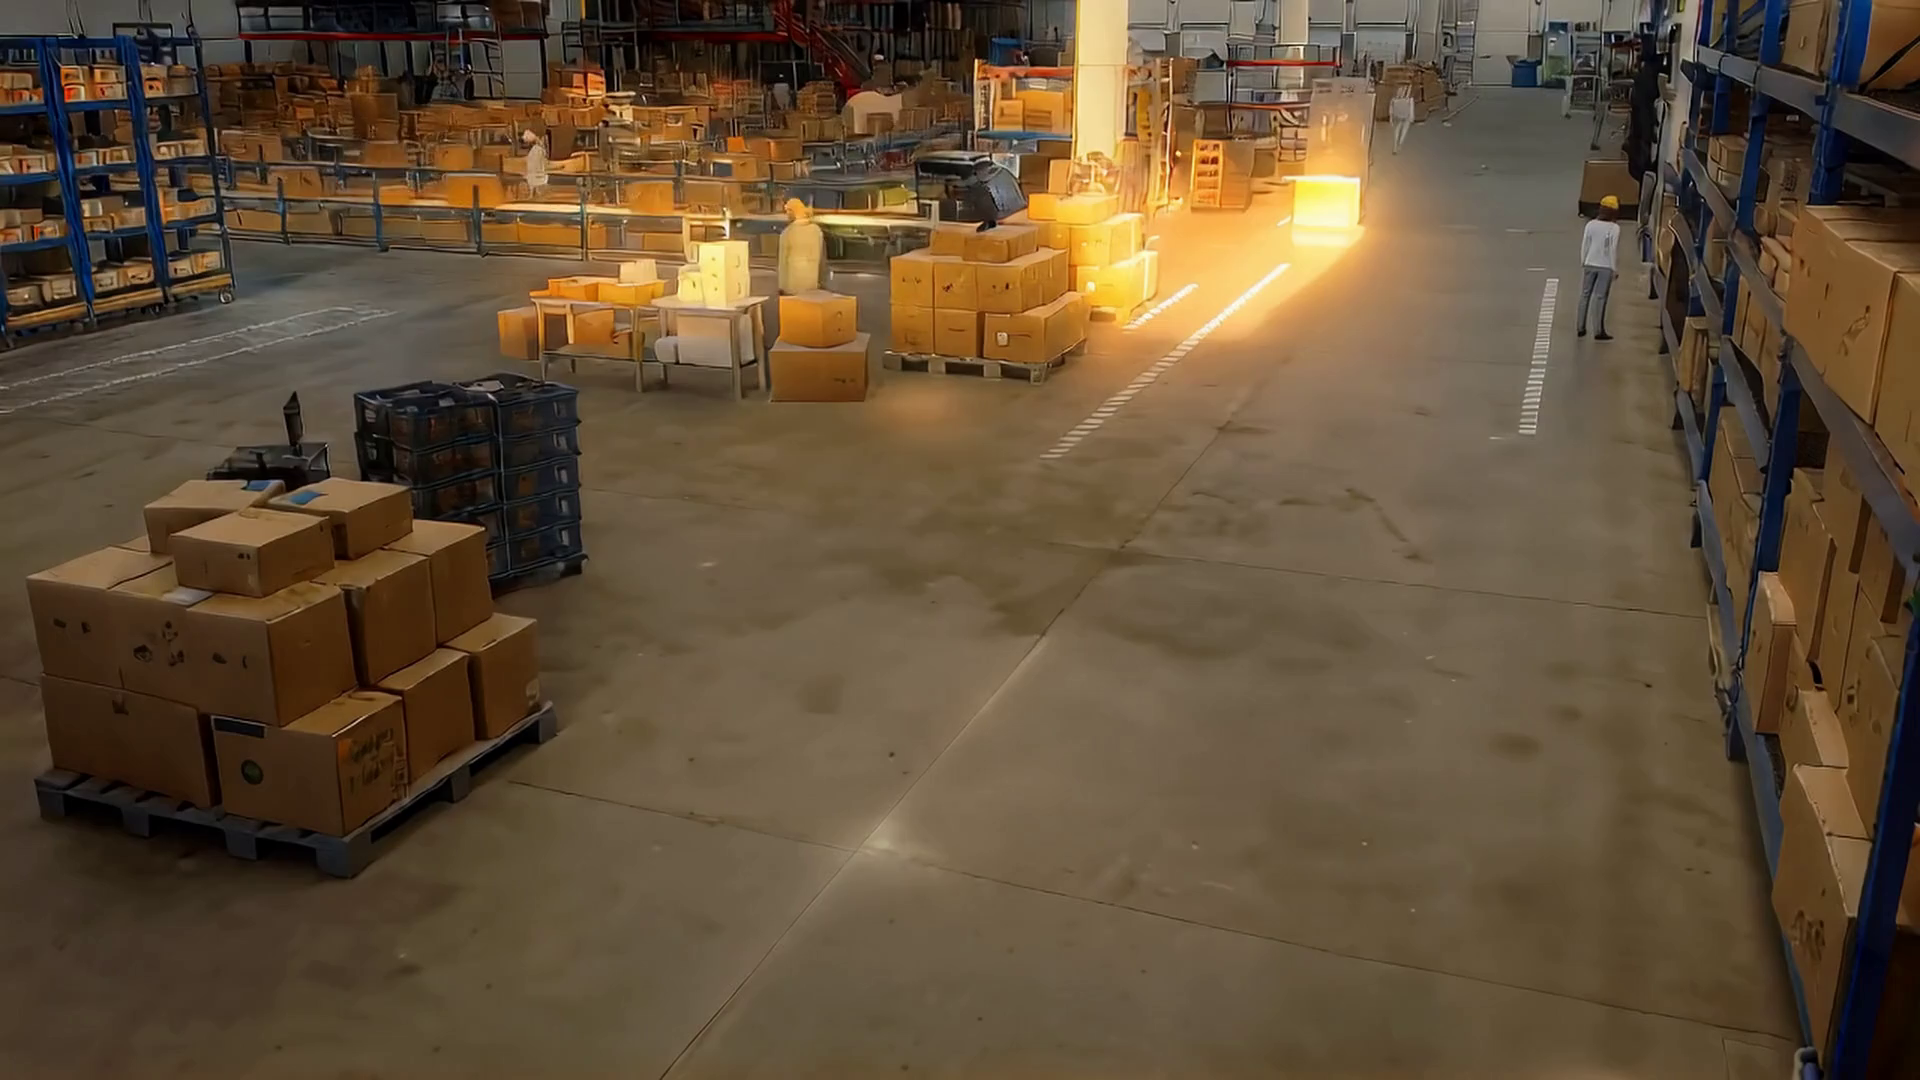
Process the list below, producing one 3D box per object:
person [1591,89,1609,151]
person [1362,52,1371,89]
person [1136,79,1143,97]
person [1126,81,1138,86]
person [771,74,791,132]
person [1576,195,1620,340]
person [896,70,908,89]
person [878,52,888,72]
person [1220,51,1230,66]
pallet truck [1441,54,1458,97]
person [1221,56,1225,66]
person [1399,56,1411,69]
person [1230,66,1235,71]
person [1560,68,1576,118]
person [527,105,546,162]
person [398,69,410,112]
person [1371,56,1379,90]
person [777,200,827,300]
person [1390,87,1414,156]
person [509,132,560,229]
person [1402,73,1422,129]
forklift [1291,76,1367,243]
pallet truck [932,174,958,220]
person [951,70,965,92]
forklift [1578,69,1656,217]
[{"bbox_3d":[18.599,-12.195,48.299,0.343,1.756,0.518,1,18,4],"label":"person"},{"bbox_3d":[21.241,-24.588,87.035,0.355,1.882,0.574,14,22,37],"label":"person"},{"bbox_3d":[6.714,-16.931,62.913,0.427,1.920,0.571,9,20,27],"label":"person"},{"bbox_3d":[5.667,-14.813,56.107,0.609,2.009,0.591,5,18,14],"label":"person"},{"bbox_3d":[-6.017,-14.720,56.063,0.573,1.867,1.018,8,19,23],"label":"person"},{"bbox_3d":[7.895,-3.355,20.520,0.324,1.760,0.523,-11,21,-31],"label":"person"},{"bbox_3d":[-1.999,-15.096,57.047,0.648,1.981,0.629,-13,22,-36],"label":"person"},{"bbox_3d":[-3.836,-23.281,82.836,0.547,1.938,0.378,-5,18,-14],"label":"person"},{"bbox_3d":[14.639,-26.164,92.141,0.724,1.807,0.436,3,18,9],"label":"person"},{"bbox_3d":[22.765,-21.886,78.355,0.823,1.965,1.885,-4,18,-14],"label":"pallet truck"},{"bbox_3d":[11.963,-21.336,76.771,0.899,1.923,0.604,-4,18,-13],"label":"person"},{"bbox_3d":[21.213,-22.155,79.413,1.071,1.881,0.653,-10,20,-28],"label":"person"},{"bbox_3d":[10.196,-16.812,62.462,0.608,1.966,0.370,-2,18,-6],"label":"person"},{"bbox_3d":[23.205,-16.974,63.174,0.563,1.836,0.844,-8,19,-24],"label":"person"},{"bbox_3d":[-10.796,-10.247,42.398,0.497,1.626,0.287,7,19,20],"label":"person"},{"bbox_3d":[-22.171,-17.837,66.119,0.542,1.701,0.535,-14,23,-38],"label":"person"},{"bbox_3d":[19.486,-21.737,78.067,0.354,1.887,0.572,-2,18,-7],"label":"person"},{"bbox_3d":[-1.800,-2.977,19.167,0.964,1.863,0.655,14,22,37],"label":"person"},{"bbox_3d":[12.332,-11.682,46.476,0.652,1.892,0.424,5,18,14],"label":"person"},{"bbox_3d":[-7.915,-6.655,30.851,0.937,1.778,0.615,1,18,4],"label":"person"},{"bbox_3d":[15.329,-14.954,56.765,0.979,1.871,0.619,-3,18,-9],"label":"person"},{"bbox_3d":[6.598,-6.755,29.381,1.129,2.768,1.873,6,19,19],"label":"forklift"},{"bbox_3d":[-0.507,-5.292,27.348,0.653,1.274,1.630,6,19,19],"label":"pallet truck"},{"bbox_3d":[-0.057,-16.573,61.977,0.609,1.798,0.603,7,19,20],"label":"person"},{"bbox_3d":[13.219,-7.740,32.475,1.873,2.768,1.129,6,19,18],"label":"forklift"}]
